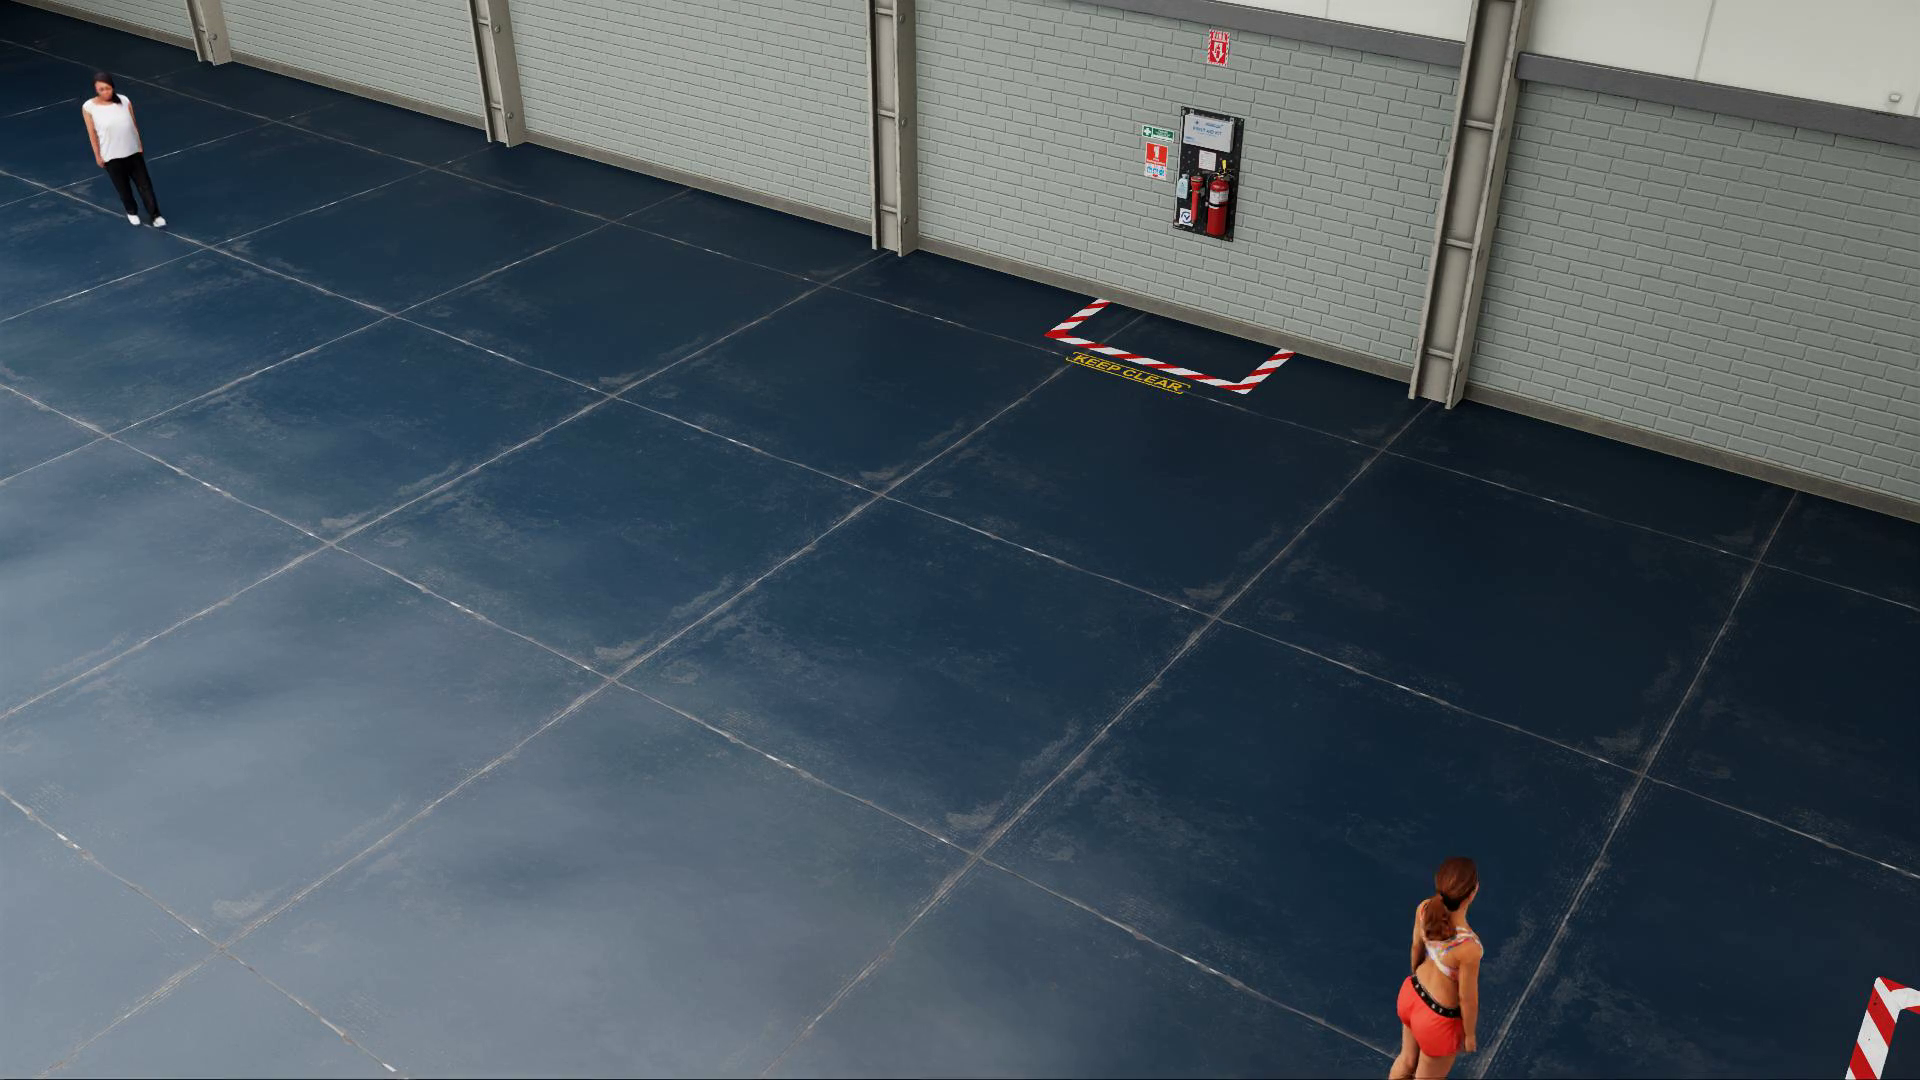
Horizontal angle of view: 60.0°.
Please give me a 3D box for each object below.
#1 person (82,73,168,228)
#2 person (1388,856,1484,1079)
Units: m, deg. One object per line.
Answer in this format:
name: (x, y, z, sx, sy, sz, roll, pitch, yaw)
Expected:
person: (-9.012, -4.187, 17.835, 0.840, 1.665, 1.027, -23, 39, -32)
person: (2.176, 2.168, 7.644, 0.762, 1.789, 0.684, -7, 33, -11)
